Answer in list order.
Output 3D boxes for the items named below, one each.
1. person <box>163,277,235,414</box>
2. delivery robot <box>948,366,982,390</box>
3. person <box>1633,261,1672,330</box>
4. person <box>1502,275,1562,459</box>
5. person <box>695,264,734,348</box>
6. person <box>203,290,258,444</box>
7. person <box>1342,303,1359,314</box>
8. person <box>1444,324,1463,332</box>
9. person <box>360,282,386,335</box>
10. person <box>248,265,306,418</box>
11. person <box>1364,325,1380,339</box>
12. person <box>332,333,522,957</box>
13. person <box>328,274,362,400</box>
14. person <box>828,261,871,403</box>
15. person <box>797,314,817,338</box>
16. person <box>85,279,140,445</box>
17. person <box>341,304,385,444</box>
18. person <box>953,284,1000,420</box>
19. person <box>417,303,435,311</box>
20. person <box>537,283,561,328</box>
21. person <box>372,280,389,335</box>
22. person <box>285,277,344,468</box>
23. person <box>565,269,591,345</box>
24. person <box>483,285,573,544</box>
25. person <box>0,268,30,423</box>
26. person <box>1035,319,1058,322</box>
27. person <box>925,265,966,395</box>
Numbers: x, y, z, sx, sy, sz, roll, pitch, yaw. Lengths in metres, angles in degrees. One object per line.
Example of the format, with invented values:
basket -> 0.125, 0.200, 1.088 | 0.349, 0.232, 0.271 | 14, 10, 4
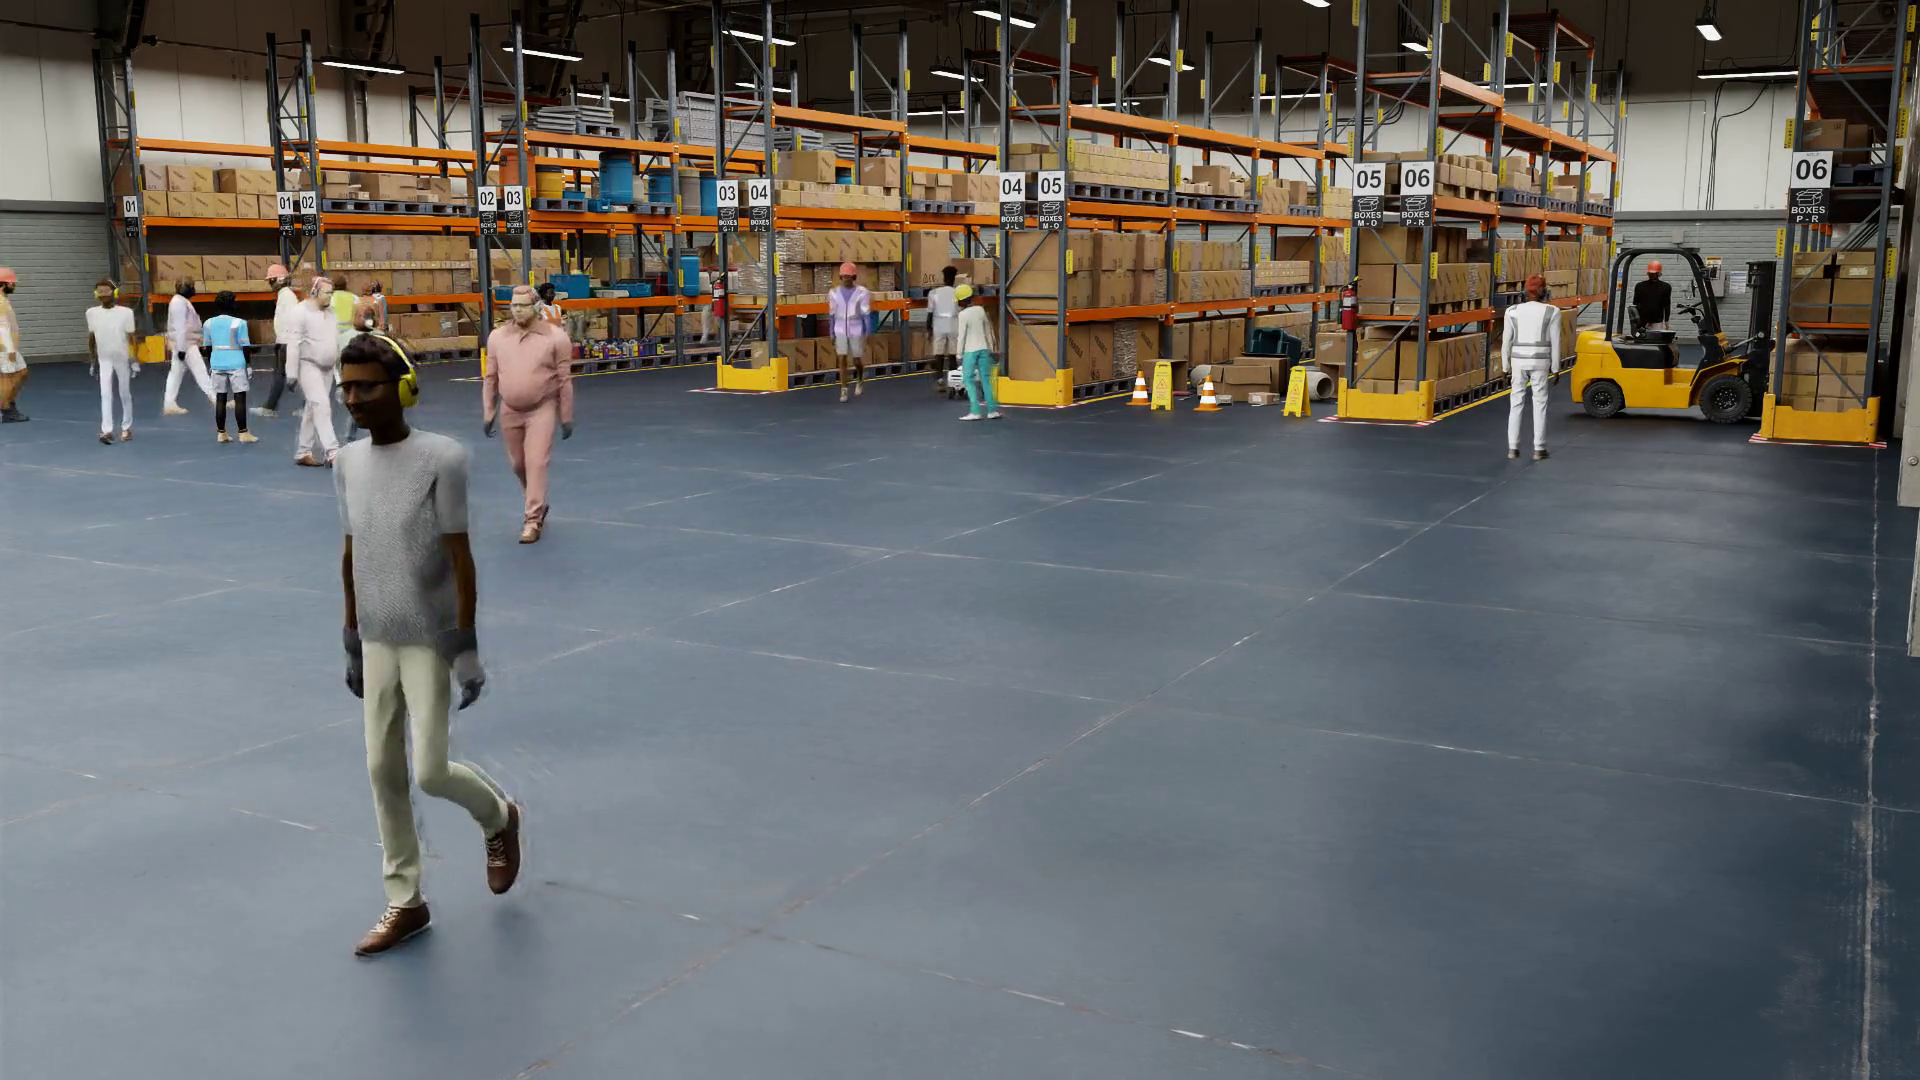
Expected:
person -> -10.060, -2.546, 21.847 | 0.946, 1.793, 0.644 | -5, 11, -26
delivery robot -> 0.116, -2.388, 24.289 | 0.477, 0.478, 0.707 | 5, 11, 28
person -> 11.813, -3.766, 28.447 | 0.608, 1.987, 0.391 | 3, 10, 19
person -> 5.846, -1.765, 17.032 | 0.579, 1.881, 0.342 | 6, 11, 30
person -> -5.575, -5.313, 37.765 | 0.639, 1.911, 0.938 | 9, 13, 43
person -> -8.074, -1.905, 18.396 | 0.541, 1.695, 0.316 | 2, 10, 9
person -> 9.332, -5.626, 39.181 | 0.919, 2.000, 0.701 | 6, 11, 29
person -> 9.970, -4.565, 33.534 | 0.567, 1.846, 0.389 | 1, 10, 8
person -> -10.008, -3.563, 28.273 | 0.519, 1.640, 0.307 | 0, 10, 2
person -> -8.751, -2.533, 21.326 | 0.934, 1.951, 0.636 | -4, 11, -23
person -> 9.069, -5.081, 36.529 | 0.509, 1.860, 0.333 | 2, 10, 13
person -> -1.636, 0.296, 5.049 | 0.548, 1.855, 0.567 | 4, 10, 22
person -> -8.798, -2.872, 23.683 | 0.640, 1.821, 0.584 | -7, 12, -34
person -> -1.567, -2.985, 23.811 | 0.604, 2.016, 0.753 | 1, 10, 7
person -> -2.716, -3.972, 29.853 | 0.393, 1.920, 0.591 | -4, 11, -23
person -> -9.370, -1.966, 18.394 | 0.551, 1.817, 0.961 | -3, 10, -15
person -> -6.125, -1.632, 17.093 | 0.501, 1.594, 0.835 | -9, 13, -42
person -> 0.221, -2.376, 21.089 | 0.384, 1.718, 0.697 | 9, 13, 42
person -> -11.193, -4.761, 34.947 | 0.523, 1.759, 0.334 | 8, 12, 38
person -> -5.857, -2.808, 23.681 | 0.322, 1.697, 0.532 | 6, 11, 31
person -> -10.661, -3.938, 30.468 | 0.524, 1.639, 0.308 | 6, 11, 32
person -> -6.197, -1.628, 16.280 | 0.907, 1.862, 0.658 | 3, 10, 16
person -> -7.240, -4.192, 31.413 | 0.617, 1.817, 0.566 | 5, 11, 26
person -> -3.195, -0.959, 12.345 | 0.647, 1.870, 0.925 | 1, 10, 8
person -> -11.824, -2.415, 20.709 | 0.427, 1.925, 0.567 | -5, 11, -27
person -> 1.670, -4.110, 30.481 | 0.641, 1.974, 0.446 | 8, 13, 40
person -> -0.197, -3.099, 24.676 | 0.653, 1.938, 0.520 | 1, 10, 7
